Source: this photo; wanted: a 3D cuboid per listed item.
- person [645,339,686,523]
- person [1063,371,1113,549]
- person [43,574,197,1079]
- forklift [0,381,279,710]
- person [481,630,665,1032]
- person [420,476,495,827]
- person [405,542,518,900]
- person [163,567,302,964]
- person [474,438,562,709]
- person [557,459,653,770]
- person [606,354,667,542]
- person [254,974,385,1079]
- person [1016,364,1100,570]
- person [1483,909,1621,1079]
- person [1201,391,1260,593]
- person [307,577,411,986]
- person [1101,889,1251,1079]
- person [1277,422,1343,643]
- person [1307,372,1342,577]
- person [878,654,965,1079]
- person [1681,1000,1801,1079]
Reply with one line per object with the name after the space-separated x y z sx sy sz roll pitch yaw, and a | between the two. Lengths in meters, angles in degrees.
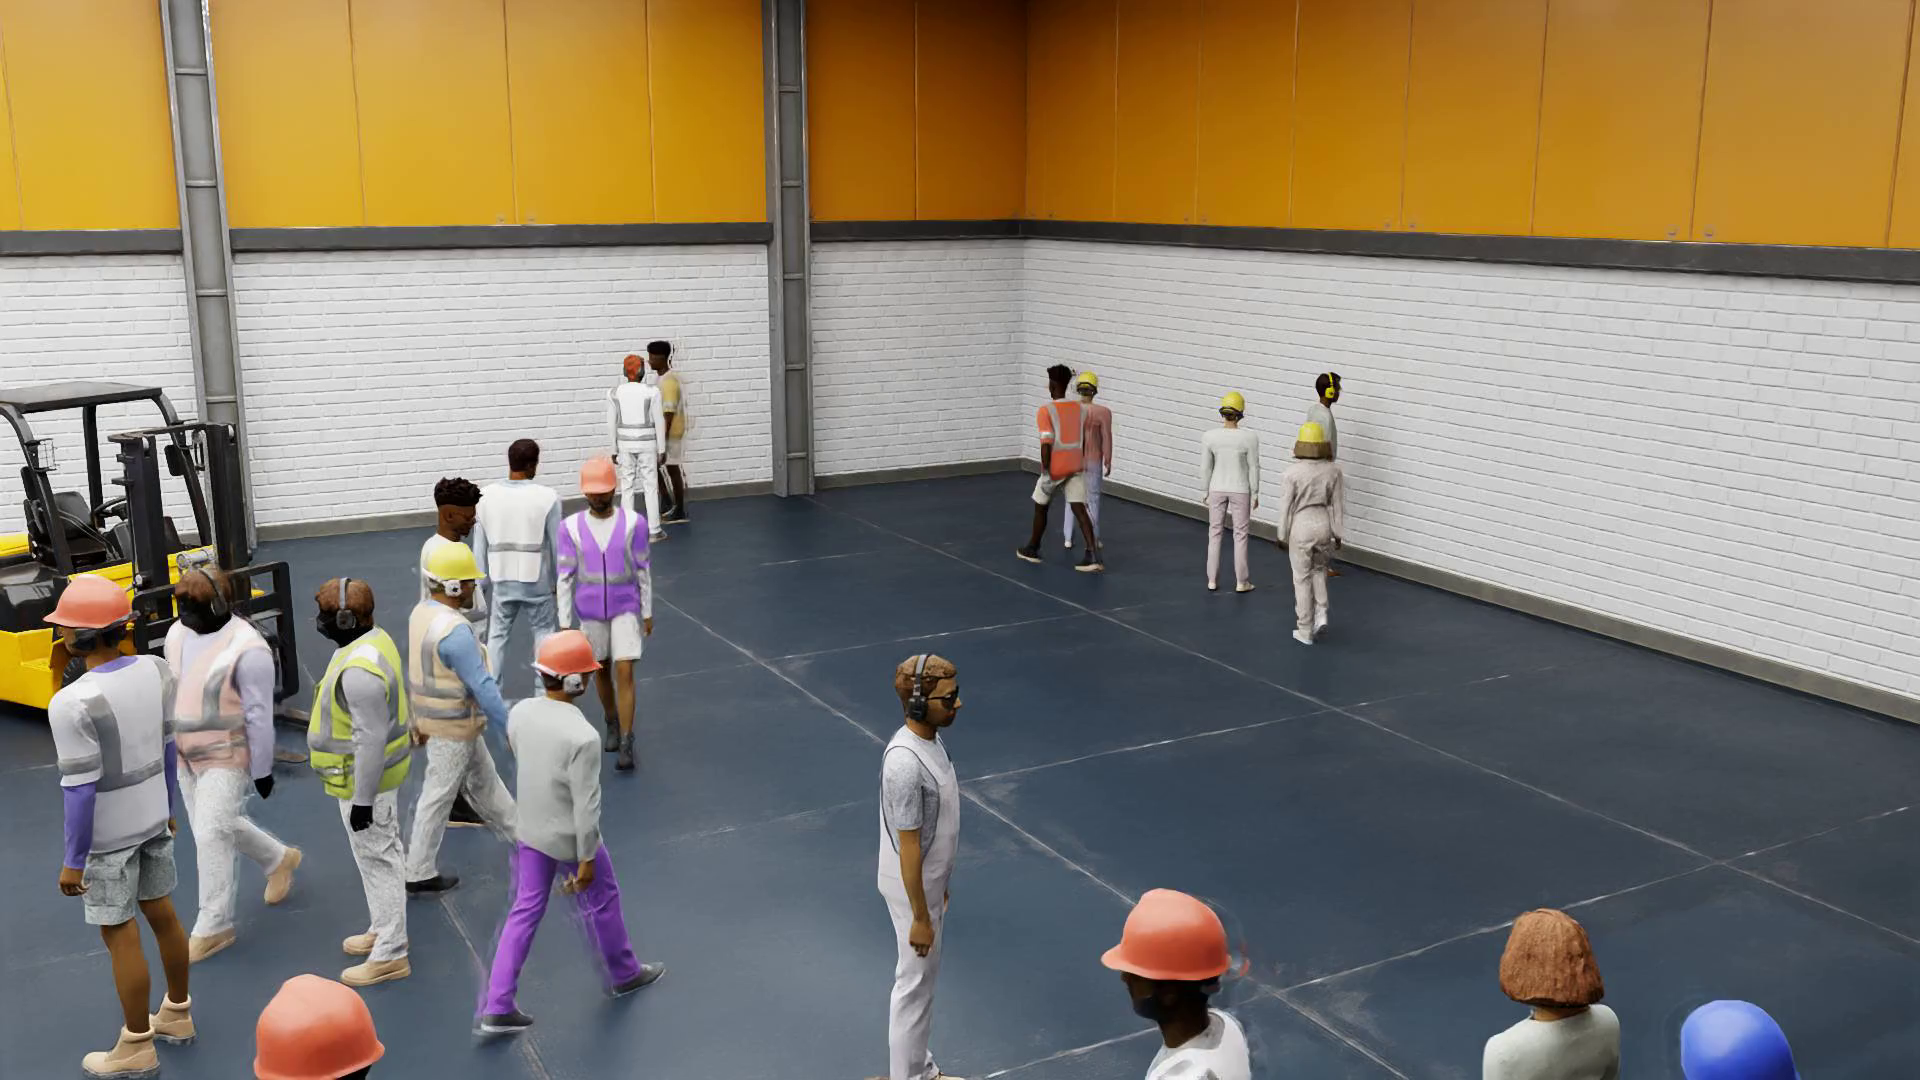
-3.145 -1.127 17.452 0.536 1.947 0.644 -4 13 -19 | person
1.230 -0.772 16.260 0.531 1.755 0.343 3 12 15 | person
-3.354 1.135 6.628 0.364 2.048 0.611 2 12 11 | person
-5.853 0.085 11.199 2.313 2.155 1.214 7 14 28 | forklift
-1.703 1.217 7.041 0.565 1.712 0.887 9 15 35 | person
-2.803 0.616 9.269 0.385 1.958 0.600 -4 13 -19 | person
-2.435 0.889 8.379 0.912 1.780 0.601 -7 14 -28 | person
-3.472 0.996 7.834 0.627 1.810 0.807 7 14 30 | person
-2.932 0.263 11.099 0.601 1.884 0.452 1 12 5 | person
-2.168 0.459 10.142 0.567 1.892 0.952 -2 12 -8 | person
-3.211 -0.908 16.584 0.573 1.886 0.353 1 12 3 | person
-1.296 1.844 3.567 0.364 1.936 0.542 11 16 42 | person
0.955 -0.676 15.464 0.611 1.908 1.034 -9 15 -35 | person
1.574 1.791 4.548 0.502 1.627 0.285 -7 14 -30 | person
2.365 -0.414 14.549 0.523 1.769 0.317 5 13 23 | person
-2.675 1.065 7.442 0.429 1.841 0.633 -4 13 -16 | person
0.559 1.768 4.048 0.981 1.896 0.566 3 12 13 | person
2.709 -0.060 12.951 0.506 1.726 0.362 -3 12 -13 | person
3.311 -0.599 15.183 0.313 1.866 0.538 -1 12 -6 | person
-0.129 1.319 6.239 0.345 1.846 0.507 1 12 4 | person
1.685 1.858 3.647 0.902 1.878 0.590 9 15 36 | person
